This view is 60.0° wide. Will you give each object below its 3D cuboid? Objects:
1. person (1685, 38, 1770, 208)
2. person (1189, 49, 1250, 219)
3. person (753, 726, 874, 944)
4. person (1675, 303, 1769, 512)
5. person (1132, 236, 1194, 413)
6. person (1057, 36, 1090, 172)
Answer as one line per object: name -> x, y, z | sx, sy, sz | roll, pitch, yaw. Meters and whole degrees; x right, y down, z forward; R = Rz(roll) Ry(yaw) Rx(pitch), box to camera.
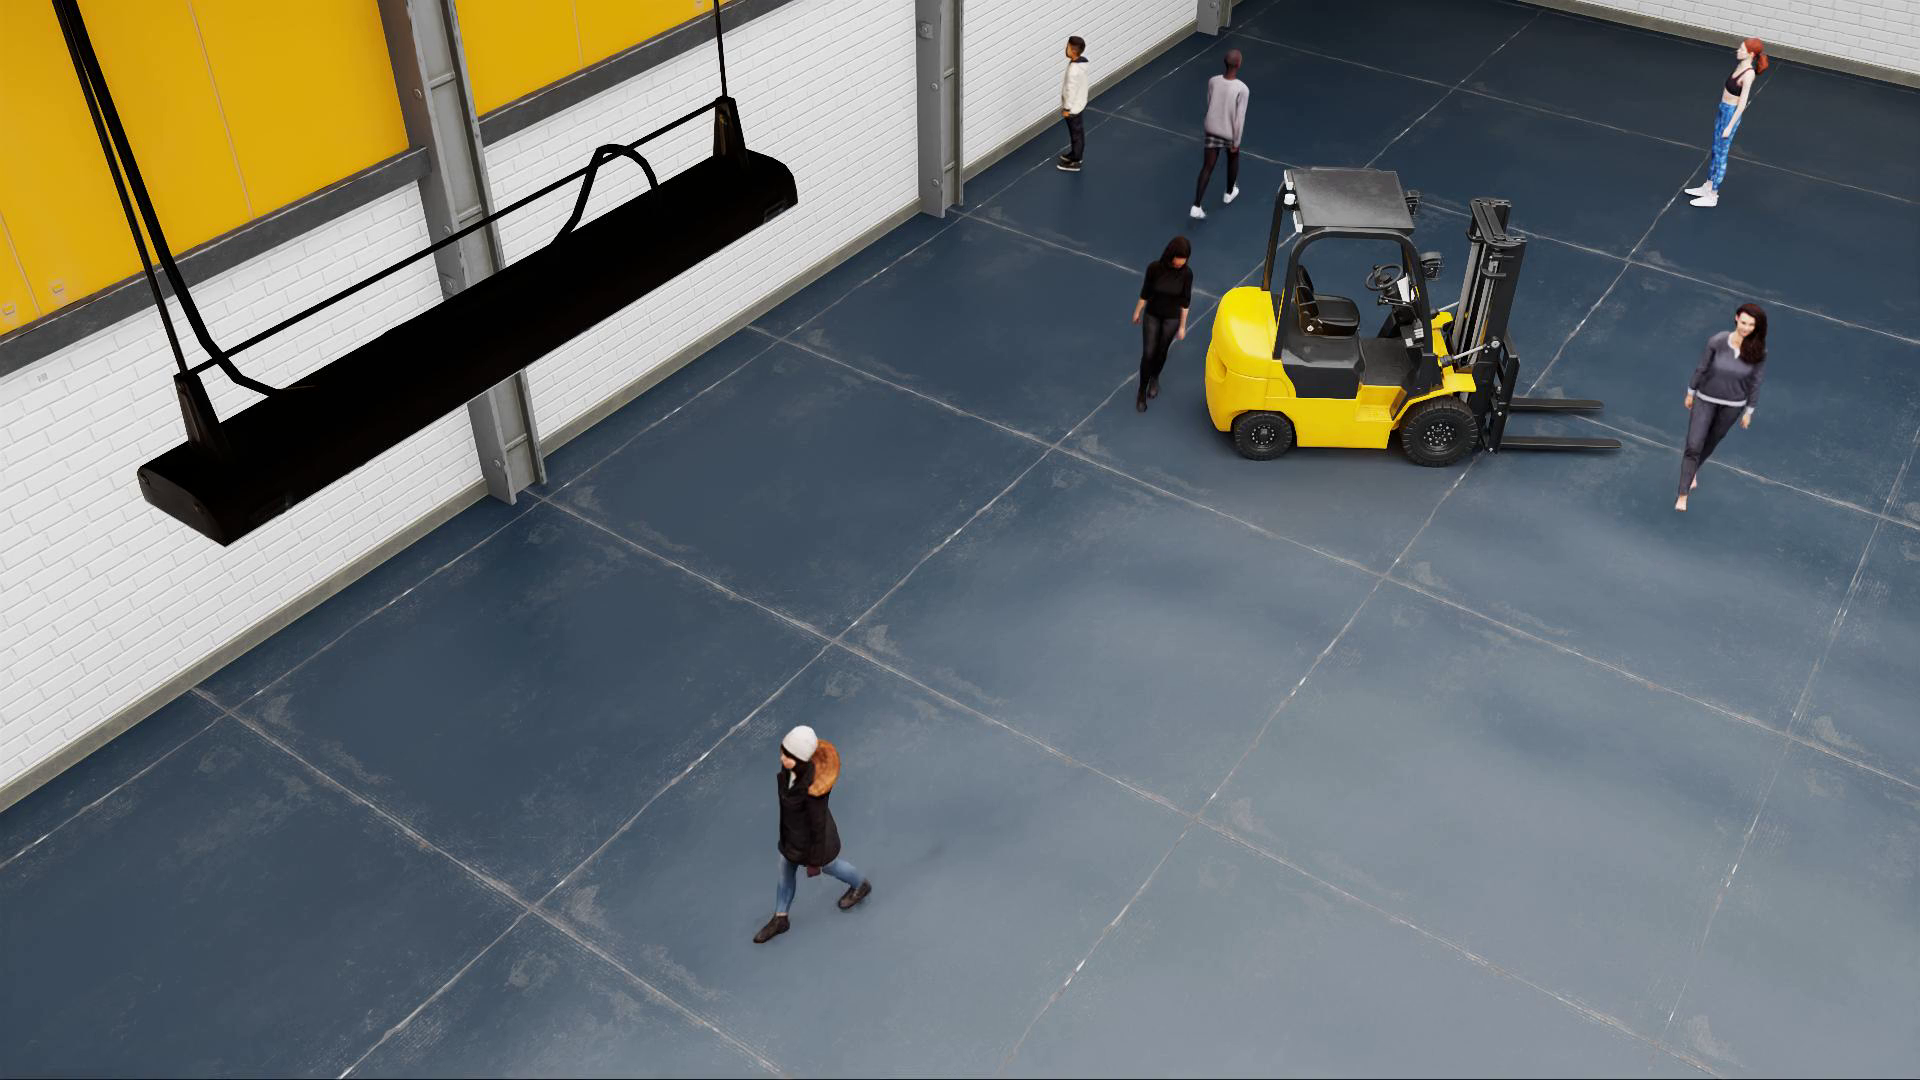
person -> 7.869, -4.287, 17.049 | 0.732, 1.785, 0.654 | 5, 39, 6
person -> 2.601, -4.070, 16.807 | 0.691, 1.747, 1.169 | 19, 42, 22
person -> -0.813, 1.685, 9.720 | 1.117, 1.599, 0.859 | -23, 44, -26
person -> 5.988, -1.133, 13.135 | 0.840, 1.740, 1.066 | 11, 40, 13
person -> 1.744, -1.938, 14.245 | 0.810, 1.613, 0.896 | 7, 39, 9
person -> 1.240, -4.684, 17.811 | 0.699, 1.454, 0.563 | 8, 39, 9
